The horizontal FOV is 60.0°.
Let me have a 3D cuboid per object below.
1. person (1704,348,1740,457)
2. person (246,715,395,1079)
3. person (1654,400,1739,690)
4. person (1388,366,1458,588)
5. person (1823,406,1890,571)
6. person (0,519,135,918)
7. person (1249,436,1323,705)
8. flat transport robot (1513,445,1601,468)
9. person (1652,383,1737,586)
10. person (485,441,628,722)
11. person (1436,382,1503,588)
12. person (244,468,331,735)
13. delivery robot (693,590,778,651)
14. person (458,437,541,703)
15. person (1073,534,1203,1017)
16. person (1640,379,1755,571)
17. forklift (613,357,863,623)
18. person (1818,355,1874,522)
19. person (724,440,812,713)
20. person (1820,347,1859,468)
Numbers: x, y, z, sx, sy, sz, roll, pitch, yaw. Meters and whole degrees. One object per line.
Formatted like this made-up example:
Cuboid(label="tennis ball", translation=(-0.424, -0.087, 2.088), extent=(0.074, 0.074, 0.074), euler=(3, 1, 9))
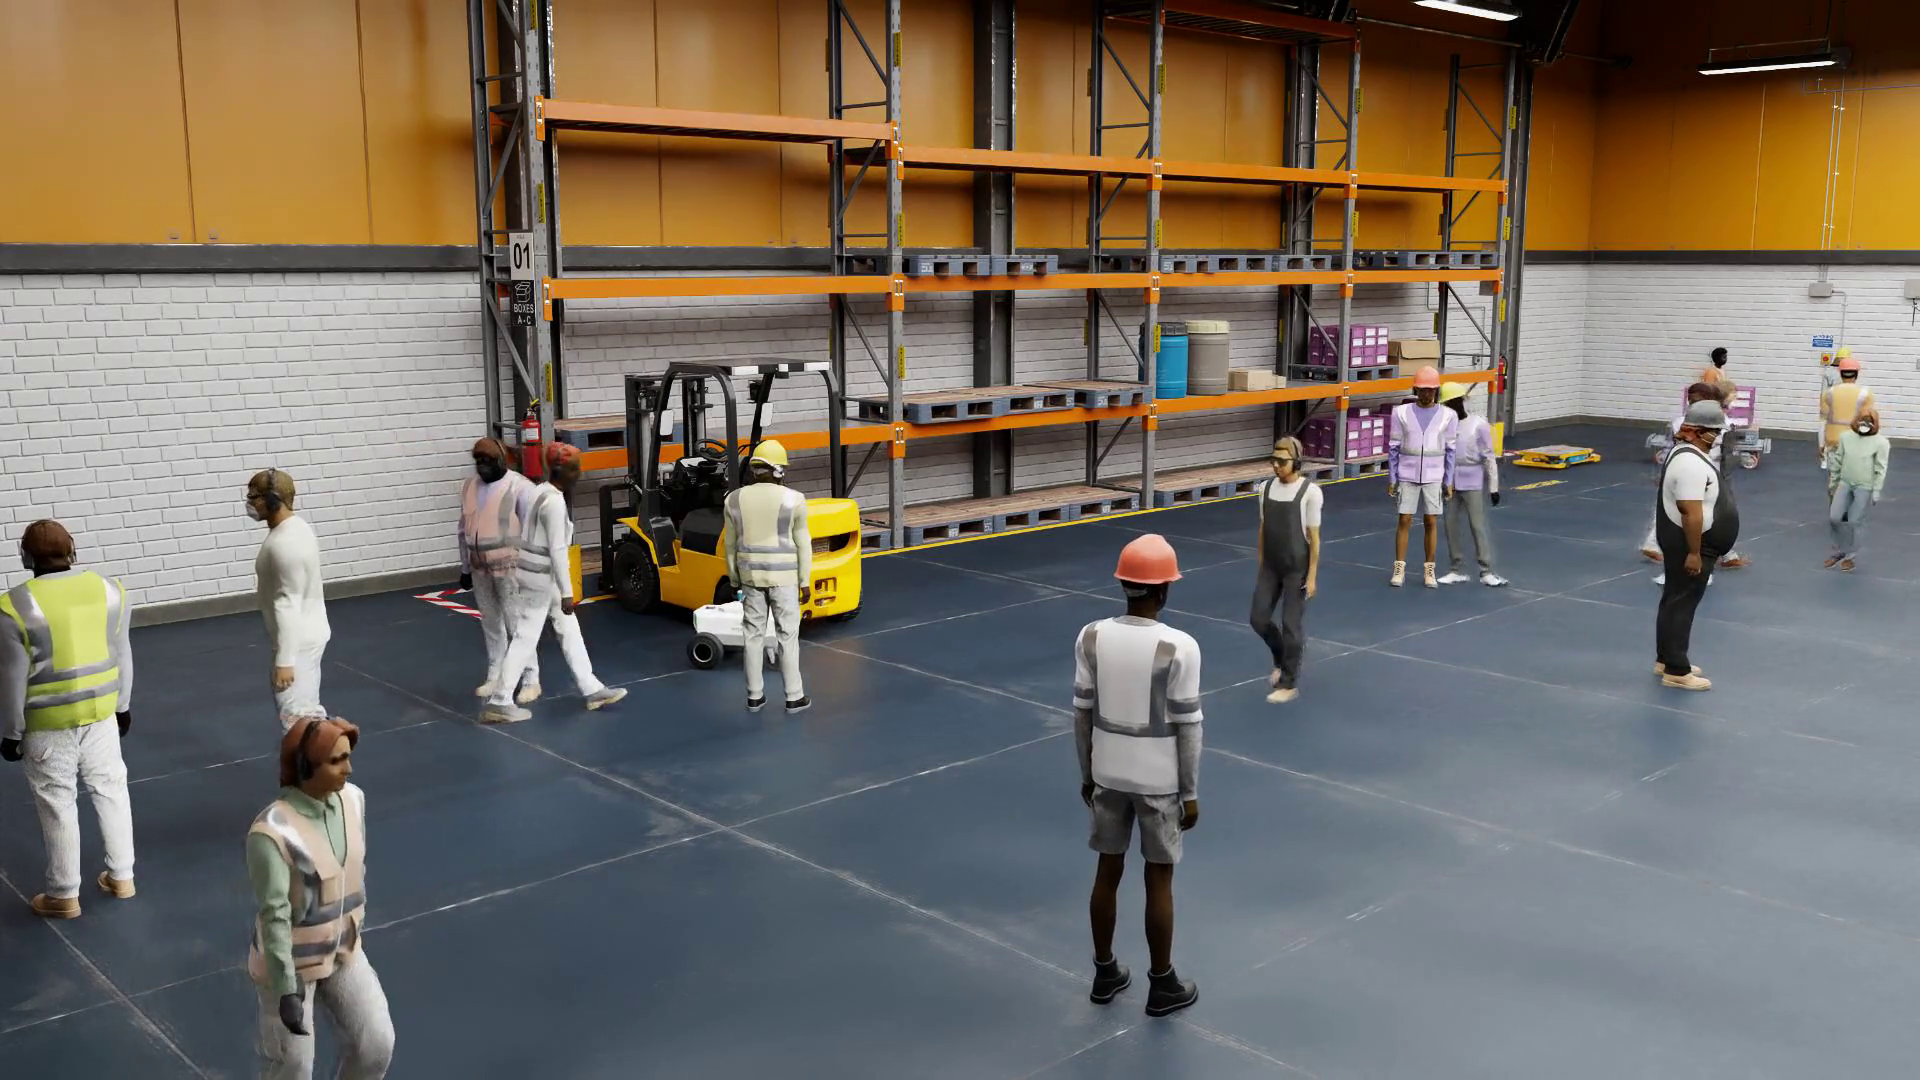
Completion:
Cuboid(label="person", translation=(11.486, -2.113, 25.376), extent=(0.871, 1.653, 0.534), euler=(9, 13, 42))
Cuboid(label="person", translation=(-2.021, 1.343, 5.246), extent=(0.411, 1.622, 0.545), euler=(4, 10, 20))
Cuboid(label="person", translation=(5.211, 0.018, 11.771), extent=(0.536, 2.000, 0.688), euler=(3, 10, 15))
Cuboid(label="person", translation=(4.227, -0.574, 15.236), extent=(0.605, 2.044, 0.374), euler=(3, 10, 14))
Cuboid(label="person", translation=(8.584, -0.488, 15.961), extent=(0.391, 1.614, 0.547), euler=(-7, 12, -34))
Cuboid(label="person", translation=(-4.137, 0.816, 7.692), extent=(0.429, 1.840, 0.629), euler=(6, 11, 32))
Cuboid(label="person", translation=(2.228, 0.202, 11.322), extent=(0.511, 1.835, 0.441), euler=(9, 13, 41))
Cuboid(label="flat transport robot", translation=(8.684, -1.217, 24.179), extent=(1.431, 0.197, 0.652), euler=(-9, 14, -44))
Cuboid(label="person", translation=(6.703, -0.481, 15.151), extent=(0.927, 1.874, 0.623), euler=(-9, 13, -43))
Cuboid(label="person", translation=(-2.670, 0.272, 10.864), extent=(0.985, 1.830, 0.607), euler=(-3, 10, -16))
Cuboid(label="person", translation=(4.667, -0.501, 15.287), extent=(0.454, 1.883, 0.743), euler=(-9, 13, -42))
Cuboid(label="person", translation=(-3.548, 0.574, 8.852), extent=(0.377, 1.931, 0.642), euler=(-3, 10, -18))
Cuboid(label="delivery robot", translation=(-1.601, 0.615, 12.339), extent=(0.707, 0.478, 0.477), euler=(2, 10, 12))
Cuboid(label="person", translation=(-3.153, 0.199, 11.375), extent=(0.630, 1.830, 0.430), euler=(5, 11, 26))
Cuboid(label="person", translation=(0.725, 0.937, 6.694), extent=(0.547, 1.937, 0.379), euler=(6, 12, 33))
Cuboid(label="person", translation=(7.184, -0.634, 16.173), extent=(1.052, 1.868, 0.628), euler=(6, 11, 31))
Cuboid(label="forklift", translation=(-1.847, -0.414, 13.852), extent=(1.214, 2.155, 2.313), euler=(-9, 13, -42))
Cuboid(label="person", translation=(9.978, -1.121, 18.769), extent=(0.571, 1.923, 0.554), euler=(8, 12, 39))
Cuboid(label="person", translation=(-1.262, 0.249, 11.063), extent=(0.591, 1.822, 0.404), euler=(2, 10, 13))
Cuboid(label="person", translation=(12.548, -1.877, 23.743), extent=(0.493, 1.740, 0.325), euler=(8, 13, 39))
